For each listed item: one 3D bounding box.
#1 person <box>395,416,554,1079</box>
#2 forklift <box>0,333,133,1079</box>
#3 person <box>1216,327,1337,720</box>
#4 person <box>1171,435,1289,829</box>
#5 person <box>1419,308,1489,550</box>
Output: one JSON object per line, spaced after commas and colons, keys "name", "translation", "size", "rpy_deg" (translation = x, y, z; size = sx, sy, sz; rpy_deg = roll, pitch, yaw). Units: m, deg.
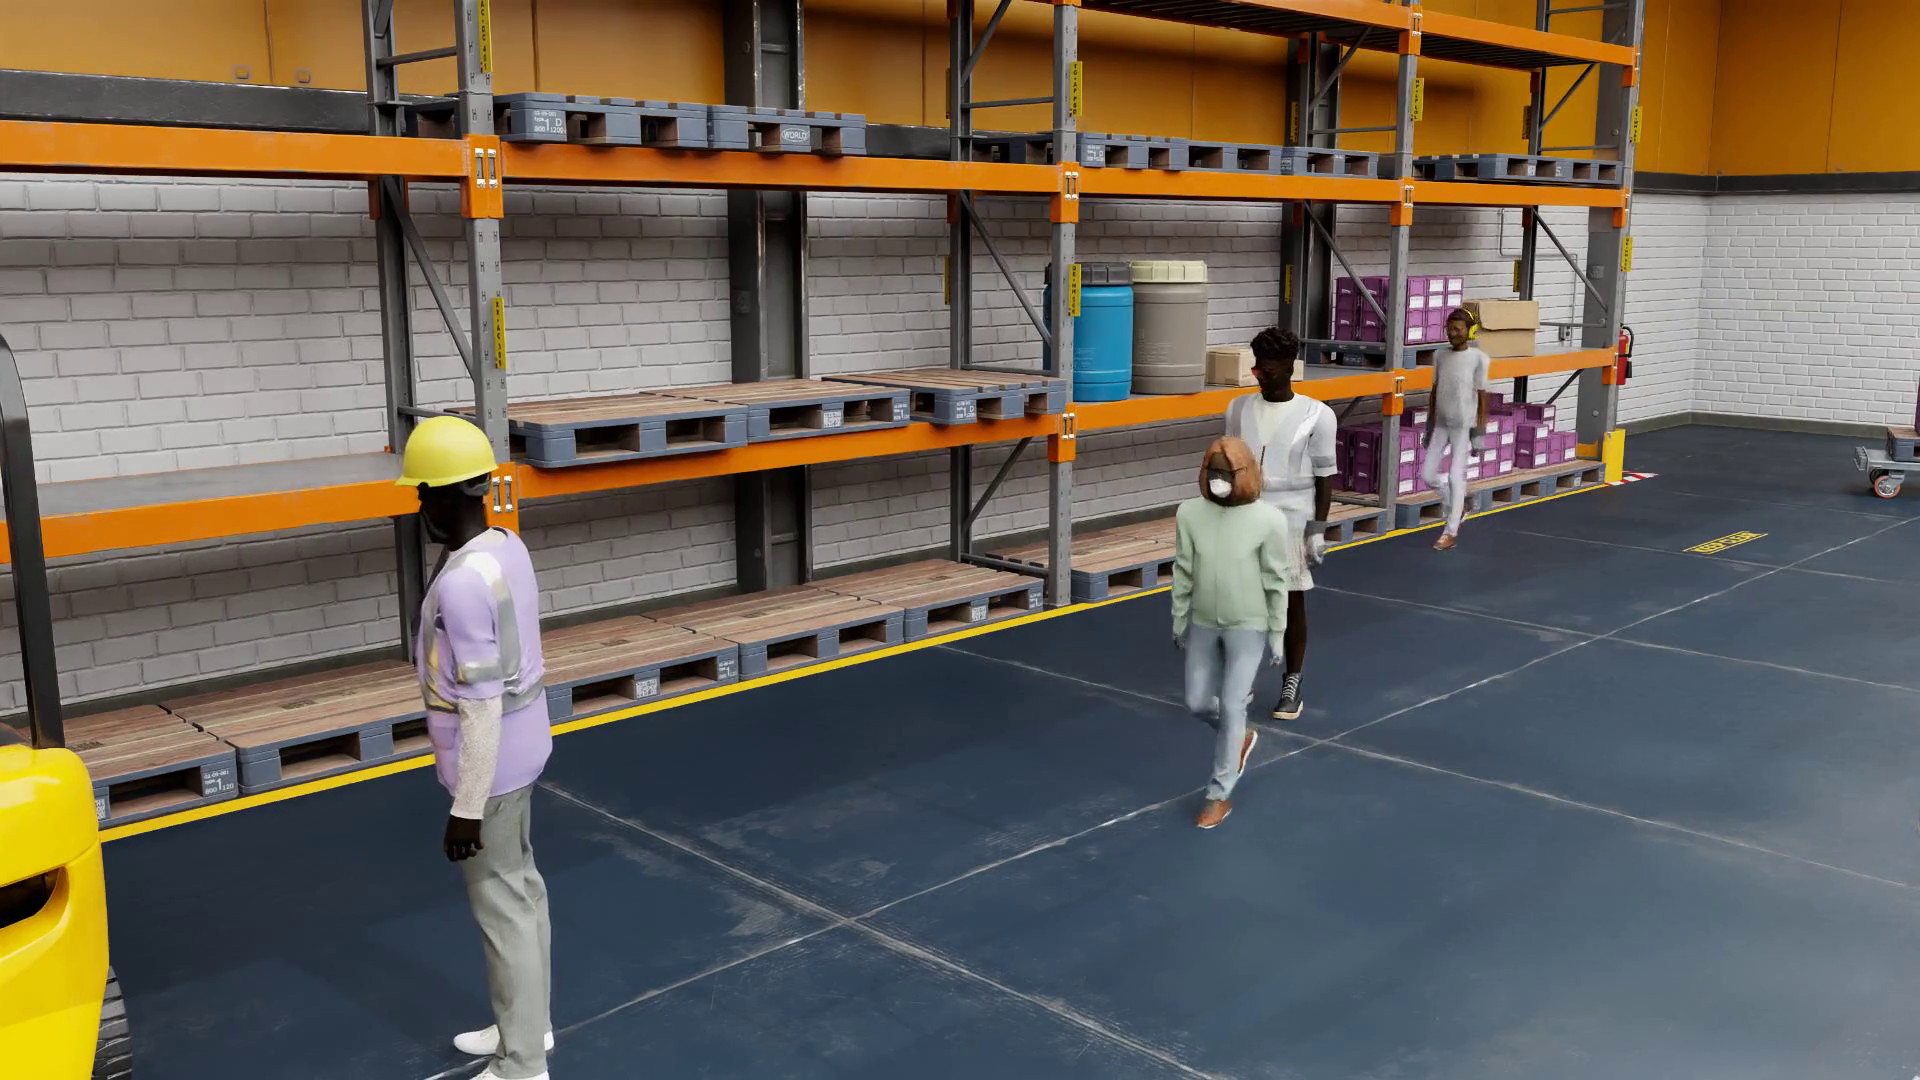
{"name": "person", "translation": [-1.330, 0.616, 4.601], "size": [0.383, 1.923, 0.590], "rpy_deg": [-1, 10, -5]}
{"name": "forklift", "translation": [-3.289, 0.485, 4.582], "size": [1.214, 2.155, 2.313], "rpy_deg": [-10, 14, -44]}
{"name": "person", "translation": [1.559, -0.084, 8.322], "size": [0.600, 1.959, 0.376], "rpy_deg": [7, 12, 33]}
{"name": "person", "translation": [1.130, 0.355, 6.881], "size": [0.503, 1.613, 0.536], "rpy_deg": [7, 12, 32]}
{"name": "person", "translation": [3.800, -0.852, 12.784], "size": [0.434, 1.856, 0.560], "rpy_deg": [-8, 13, -39]}
